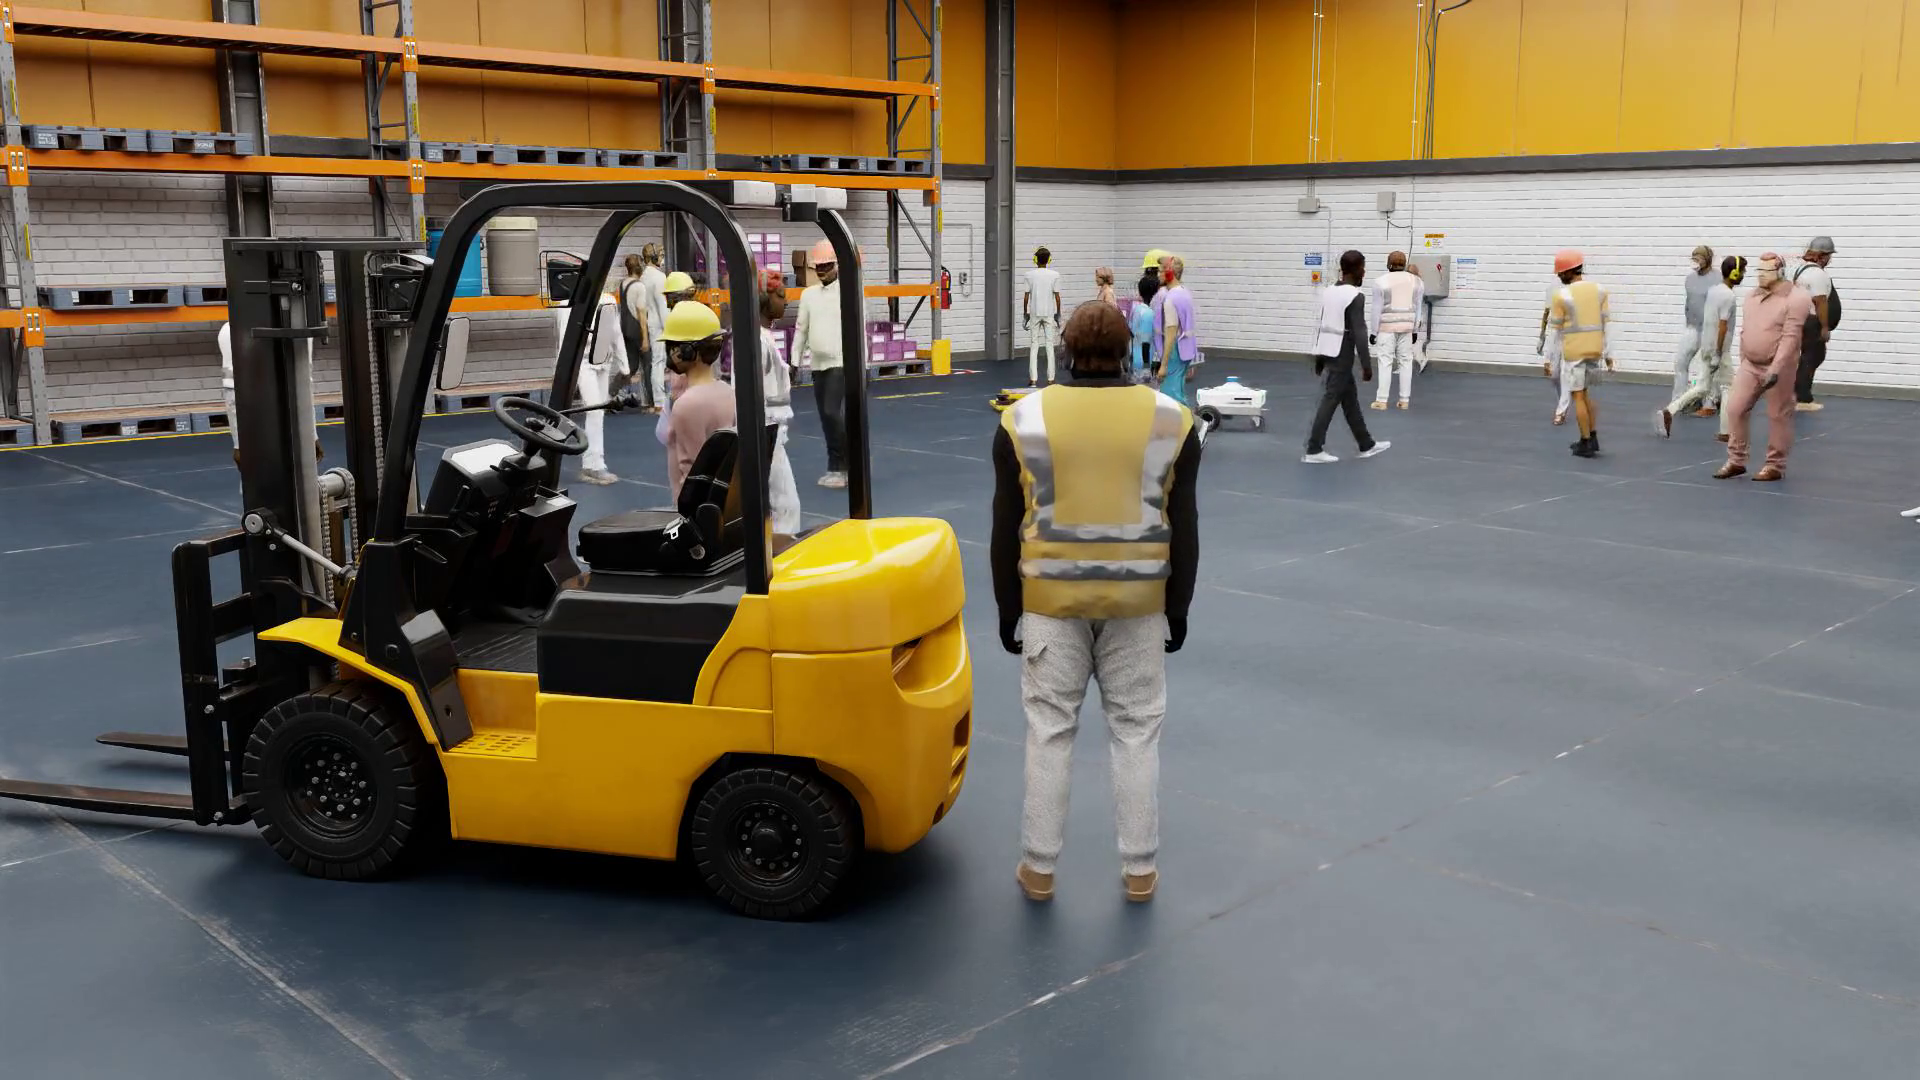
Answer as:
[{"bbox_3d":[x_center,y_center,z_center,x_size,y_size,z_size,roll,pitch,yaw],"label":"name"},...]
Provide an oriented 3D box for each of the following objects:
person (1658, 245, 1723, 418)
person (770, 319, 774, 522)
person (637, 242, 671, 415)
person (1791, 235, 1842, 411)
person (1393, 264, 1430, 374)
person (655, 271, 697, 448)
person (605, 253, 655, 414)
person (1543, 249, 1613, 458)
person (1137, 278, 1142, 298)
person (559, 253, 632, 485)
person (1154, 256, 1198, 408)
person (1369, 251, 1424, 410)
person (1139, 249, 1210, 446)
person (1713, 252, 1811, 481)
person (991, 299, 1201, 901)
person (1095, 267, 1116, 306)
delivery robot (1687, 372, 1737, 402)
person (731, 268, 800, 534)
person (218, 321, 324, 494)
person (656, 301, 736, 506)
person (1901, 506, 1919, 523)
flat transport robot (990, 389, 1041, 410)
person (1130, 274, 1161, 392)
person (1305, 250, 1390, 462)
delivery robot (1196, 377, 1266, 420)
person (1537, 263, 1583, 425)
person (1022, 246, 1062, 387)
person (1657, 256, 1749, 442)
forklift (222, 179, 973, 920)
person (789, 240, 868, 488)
[{"bbox_3d":[8.129,-2.285,18.350,0.807,1.905,0.644,-4,11,-21],"label":"person"},{"bbox_3d":[-1.450,-0.951,11.841,0.280,1.631,0.504,-1,10,-6],"label":"person"},{"bbox_3d":[-3.464,-2.386,18.835,0.372,1.940,0.632,-9,14,-42],"label":"person"},{"bbox_3d":[9.859,-2.502,19.185,0.536,2.000,0.693,3,11,15],"label":"person"},{"bbox_3d":[6.549,-3.176,24.034,0.523,1.623,0.640,-9,13,-39],"label":"person"},{"bbox_3d":[-2.065,-1.130,12.490,0.387,1.751,0.550,3,11,16],"label":"person"},{"bbox_3d":[-3.665,-2.306,18.723,0.791,1.823,0.530,-9,14,-40],"label":"person"},{"bbox_3d":[5.644,-1.701,15.208,0.592,1.894,0.502,-3,11,-16],"label":"person"},{"bbox_3d":[2.968,-3.533,25.803,0.540,1.683,0.426,-6,12,-30],"label":"person"},{"bbox_3d":[-2.887,-1.379,13.510,0.649,1.871,0.613,6,12,31],"label":"person"},{"bbox_3d":[1.895,-1.571,14.649,0.373,1.841,0.570,4,11,20],"label":"person"},{"bbox_3d":[5.046,-2.432,19.351,0.625,1.844,0.429,-2,11,-10],"label":"person"},{"bbox_3d":[1.902,-1.733,15.377,0.766,1.903,0.603,0,10,0],"label":"person"},{"bbox_3d":[6.560,-1.403,13.624,0.683,1.879,0.643,-5,12,-27],"label":"person"},{"bbox_3d":[0.408,0.193,5.069,0.631,1.836,0.430,0,10,1],"label":"person"},{"bbox_3d":[1.781,-2.524,20.406,0.310,1.636,0.522,-1,10,-4],"label":"person"},{"bbox_3d":[8.665,-1.786,19.083,0.707,0.478,0.477,-1,10,-5],"label":"delivery robot"},{"bbox_3d":[-1.148,-0.536,8.986,0.842,1.861,0.577,-2,11,-12],"label":"person"},{"bbox_3d":[-3.676,-0.578,8.977,0.379,1.937,0.548,6,12,30],"label":"person"},{"bbox_3d":[-1.024,-0.055,6.592,0.327,1.769,0.525,2,11,10],"label":"person"},{"bbox_3d":[6.895,-0.979,11.700,0.325,1.740,0.492,2,11,12],"label":"person"},{"bbox_3d":[1.092,-1.636,19.290,1.431,0.197,0.652,-1,11,-6],"label":"flat transport robot"},{"bbox_3d":[1.628,-1.616,15.357,0.636,1.678,0.531,0,10,-1],"label":"person"},{"bbox_3d":[3.523,-1.627,14.835,0.951,1.877,0.627,-2,11,-12],"label":"person"},{"bbox_3d":[2.819,-1.454,17.272,0.707,0.478,0.477,2,11,11],"label":"delivery robot"},{"bbox_3d":[6.562,-2.185,18.014,0.520,1.843,0.805,8,13,36],"label":"person"},{"bbox_3d":[1.097,-2.981,22.249,0.532,1.876,0.319,1,10,4],"label":"person"},{"bbox_3d":[7.319,-1.854,16.233,0.800,1.834,0.517,-1,10,-4],"label":"person"},{"bbox_3d":[-1.114,-0.058,5.440,2.313,2.155,1.214,2,11,13],"label":"forklift"},{"bbox_3d":[-1.096,-1.395,13.314,0.636,1.974,0.593,8,13,37],"label":"person"}]
